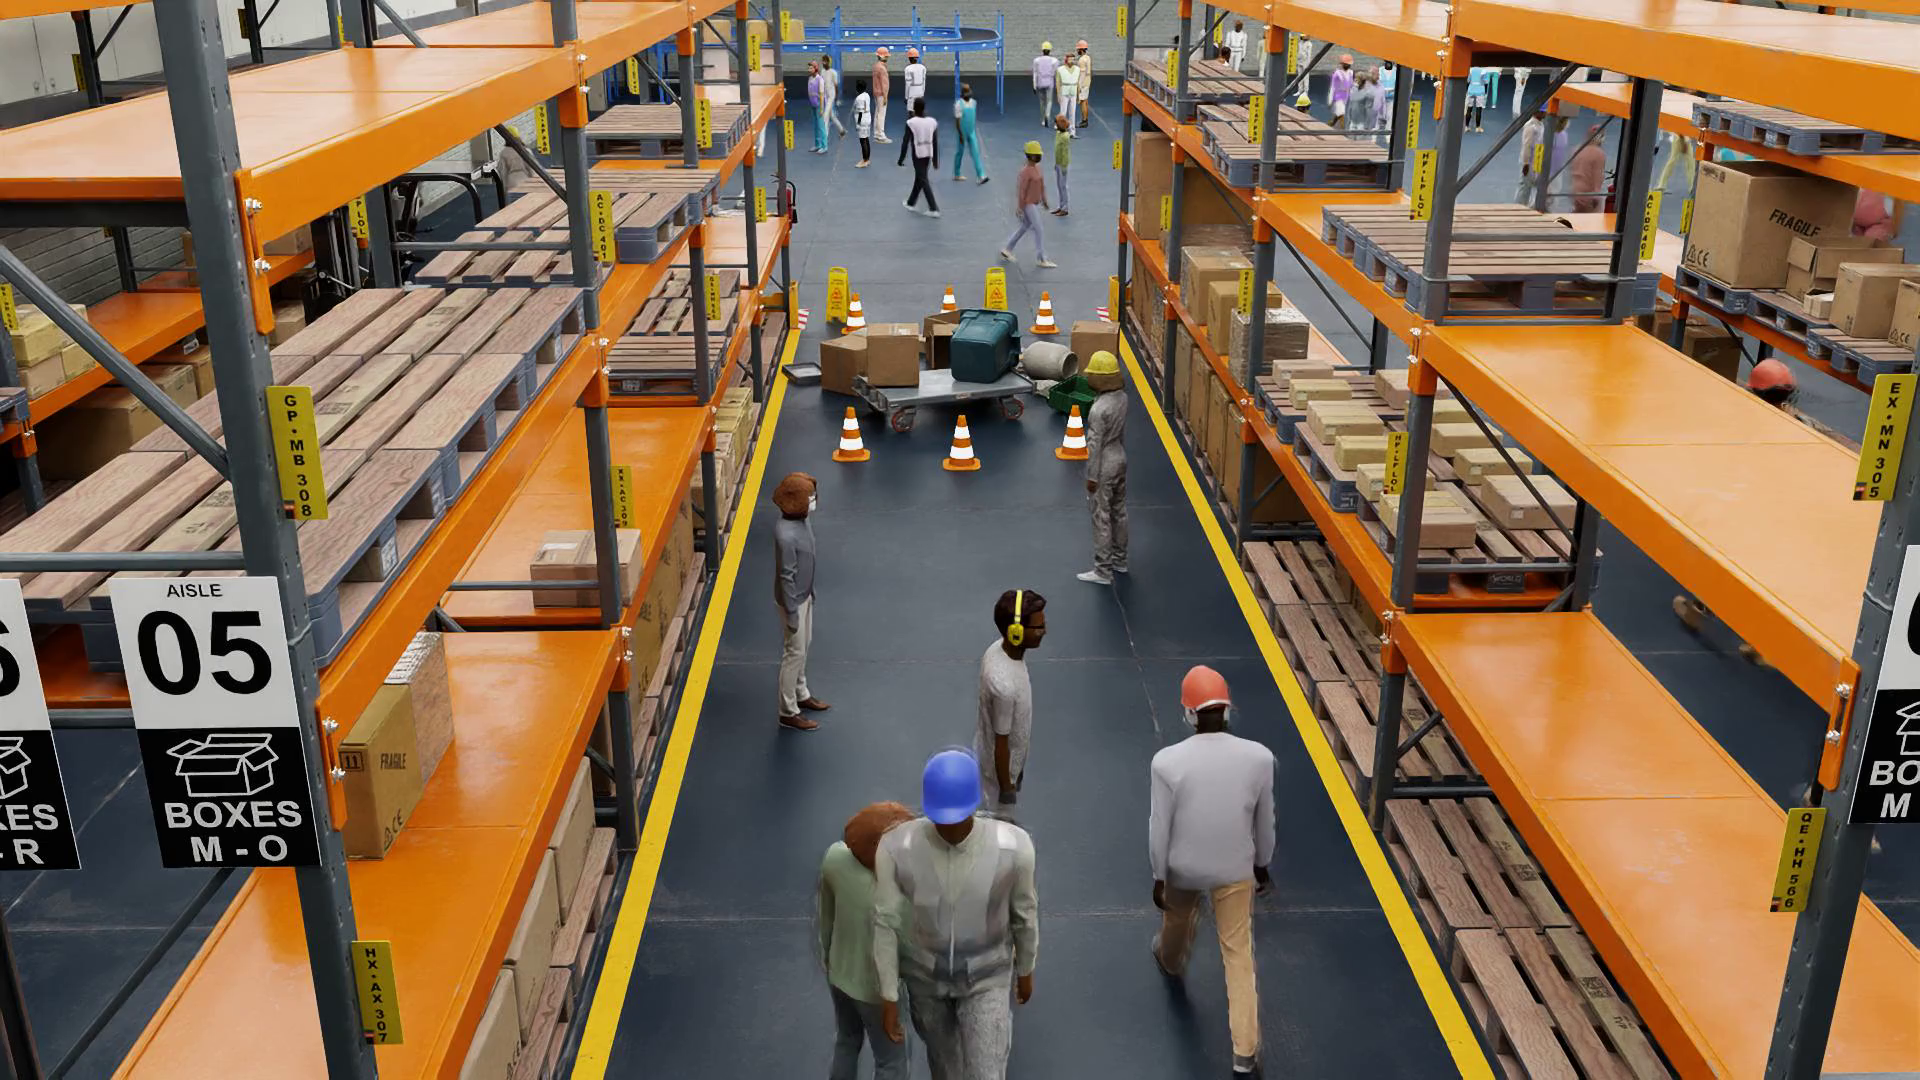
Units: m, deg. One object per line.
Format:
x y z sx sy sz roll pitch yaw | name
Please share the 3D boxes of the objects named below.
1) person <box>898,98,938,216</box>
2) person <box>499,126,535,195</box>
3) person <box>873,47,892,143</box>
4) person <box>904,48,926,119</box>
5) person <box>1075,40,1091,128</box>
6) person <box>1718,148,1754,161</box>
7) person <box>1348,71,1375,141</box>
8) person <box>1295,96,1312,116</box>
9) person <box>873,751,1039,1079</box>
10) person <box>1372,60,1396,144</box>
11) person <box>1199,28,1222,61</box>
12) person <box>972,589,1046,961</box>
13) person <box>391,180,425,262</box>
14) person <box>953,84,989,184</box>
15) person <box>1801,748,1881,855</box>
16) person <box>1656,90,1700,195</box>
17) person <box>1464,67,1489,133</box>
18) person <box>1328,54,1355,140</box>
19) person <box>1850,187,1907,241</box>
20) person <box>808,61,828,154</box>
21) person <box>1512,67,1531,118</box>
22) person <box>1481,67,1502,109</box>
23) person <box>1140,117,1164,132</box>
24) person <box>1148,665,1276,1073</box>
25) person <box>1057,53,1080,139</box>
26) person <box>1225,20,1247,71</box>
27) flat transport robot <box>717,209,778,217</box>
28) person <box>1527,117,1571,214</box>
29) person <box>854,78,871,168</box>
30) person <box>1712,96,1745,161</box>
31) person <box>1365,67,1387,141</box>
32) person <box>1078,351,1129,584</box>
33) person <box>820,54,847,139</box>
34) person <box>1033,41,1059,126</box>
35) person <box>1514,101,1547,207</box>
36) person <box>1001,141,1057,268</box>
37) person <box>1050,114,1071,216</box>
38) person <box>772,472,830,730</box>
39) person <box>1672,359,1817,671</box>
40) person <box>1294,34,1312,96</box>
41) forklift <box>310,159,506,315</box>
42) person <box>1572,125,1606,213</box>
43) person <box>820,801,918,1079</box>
-0.646 -6.258 27.156 0.589 1.855 1.046 -17 27 -38 | person
-6.604 -5.292 24.796 0.508 1.706 0.823 -9 22 -21 | person
-1.665 -9.519 35.579 0.396 1.992 0.622 -6 22 -16 | person
-0.988 -9.618 35.913 0.545 1.942 0.349 -18 27 -39 | person
2.794 -10.419 38.035 0.365 1.939 0.542 7 22 17 | person
11.205 -5.077 24.117 0.578 1.802 0.985 5 21 13 | person
7.416 -7.707 30.887 0.376 1.928 0.636 -9 22 -22 | person
5.830 -6.671 28.372 0.326 1.765 0.530 3 21 7 | person
-0.023 1.666 6.131 0.604 1.905 0.905 2 21 5 | person
9.066 -9.376 35.413 0.634 1.841 0.429 3 21 9 | person
6.961 -13.463 45.938 0.672 2.000 0.536 13 25 32 | person
0.220 1.089 7.738 0.335 1.860 0.498 1 21 1 | person
-7.739 -4.793 23.209 0.441 1.915 0.651 13 24 30 | person
0.137 -7.364 30.175 0.534 1.780 0.994 -16 26 -36 | person
4.806 0.741 8.739 0.352 1.811 0.729 4 21 11 | person
12.647 -6.887 28.889 0.569 1.802 0.897 -18 27 -40 | person
11.553 -9.975 37.197 0.532 1.697 0.319 17 27 38 | person
8.100 -9.368 35.360 0.558 1.883 1.009 -15 26 -35 | person
11.571 -4.057 21.077 0.538 2.000 0.709 -3 21 -7 | person
-2.912 -8.861 34.066 0.394 1.836 0.561 -12 24 -29 | person
13.461 -11.091 39.799 0.387 1.948 0.601 5 21 14 | person
13.306 -11.701 41.677 0.523 1.760 0.327 1 21 3 | person
3.282 -6.470 27.621 0.626 1.946 0.718 -1 21 -3 | person
1.101 1.396 7.203 0.578 1.675 1.008 -2 21 -6 | person
2.344 -9.637 36.119 0.563 1.834 0.405 -10 23 -26 | person
7.733 -13.637 46.676 0.585 1.847 0.930 4 21 10 | person
-3.551 -5.042 26.143 1.431 0.197 0.652 7 22 19 | flat transport robot
8.885 -5.541 25.191 0.645 1.906 0.572 -14 25 -32 | person
-1.885 -8.051 32.110 0.318 1.699 0.535 4 21 10 | person
13.574 -7.202 29.389 0.536 2.000 0.680 -16 26 -36 | person
8.010 -8.211 32.310 0.682 1.855 0.988 -11 23 -27 | person
1.050 -0.538 12.206 0.332 1.735 0.485 12 24 29 | person
-2.790 -9.522 35.813 0.920 1.840 0.521 -18 27 -39 | person
1.973 -10.482 38.253 0.595 1.903 0.759 2 21 6 | person
9.040 -5.981 26.291 0.405 1.945 0.615 14 25 33 | person
0.951 -4.707 23.234 0.890 1.725 0.525 9 22 22 | person
1.646 -6.084 27.016 0.287 1.627 0.506 -4 21 -11 | person
-0.972 0.359 9.986 0.287 1.623 0.507 2 21 6 | person
5.219 -0.217 10.994 0.634 1.995 1.012 -1 21 -2 | person
9.196 -12.783 44.572 0.320 1.737 0.483 -11 23 -27 | person
-5.622 -2.910 17.832 2.313 2.155 1.214 -1 21 -1 | forklift
8.896 -4.917 23.560 0.434 1.884 0.661 -5 21 -14 | person
-0.366 1.724 6.424 0.389 1.615 0.570 -18 27 -39 | person
